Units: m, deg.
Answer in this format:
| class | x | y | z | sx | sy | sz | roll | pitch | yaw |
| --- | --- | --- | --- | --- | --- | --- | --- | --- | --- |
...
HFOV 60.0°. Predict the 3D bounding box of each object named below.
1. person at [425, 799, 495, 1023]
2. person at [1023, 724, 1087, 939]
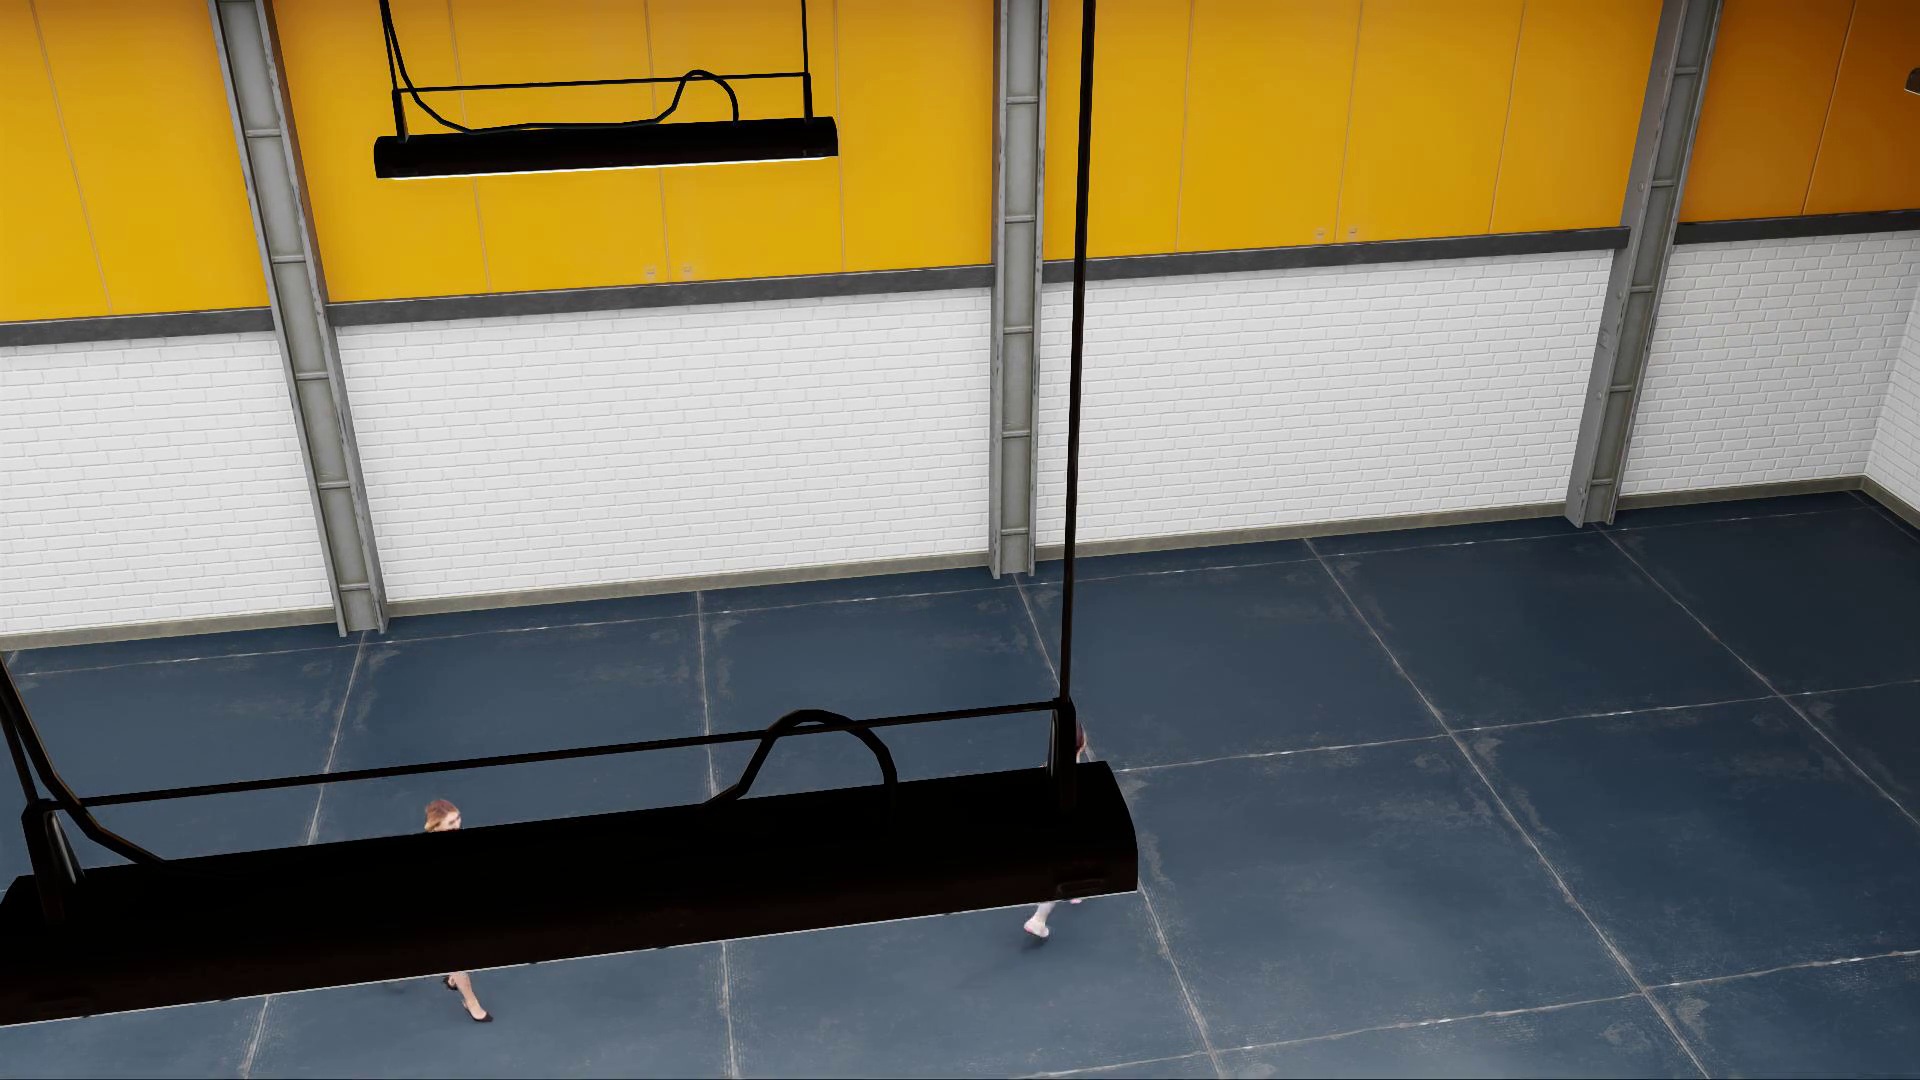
| class | x | y | z | sx | sy | sz | roll | pitch | yaw |
| --- | --- | --- | --- | --- | --- | --- | --- | --- | --- |
| person | -3.225 | 2.336 | 10.447 | 0.833 | 1.752 | 0.747 | 9 | 30 | 16 |
| person | 0.708 | 1.988 | 11.261 | 1.106 | 1.582 | 0.928 | -24 | 37 | -37 |
